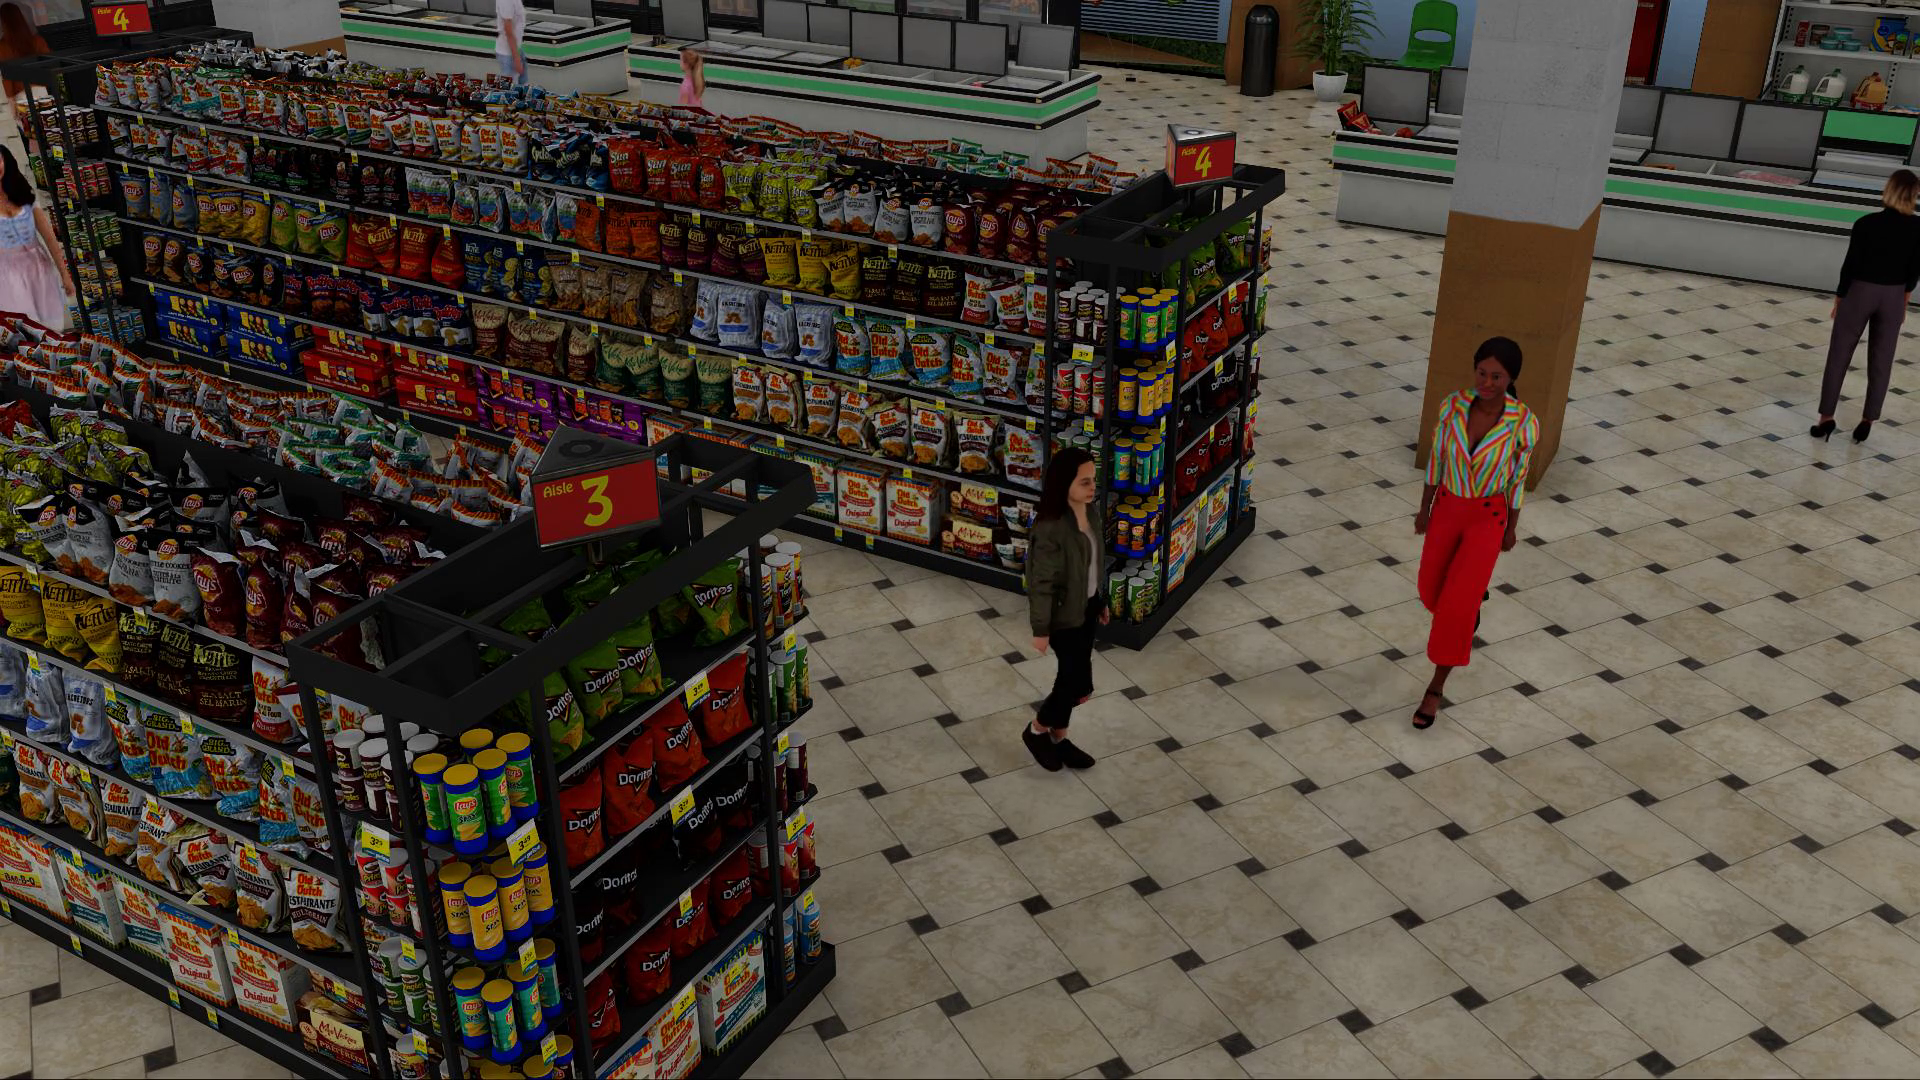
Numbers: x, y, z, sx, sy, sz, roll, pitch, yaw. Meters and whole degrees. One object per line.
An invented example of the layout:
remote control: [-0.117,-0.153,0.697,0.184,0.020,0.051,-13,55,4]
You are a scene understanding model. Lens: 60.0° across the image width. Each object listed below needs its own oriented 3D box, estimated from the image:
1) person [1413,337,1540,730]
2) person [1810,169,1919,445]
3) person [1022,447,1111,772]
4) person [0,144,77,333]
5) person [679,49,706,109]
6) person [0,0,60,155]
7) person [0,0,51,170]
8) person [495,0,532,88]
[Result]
person: [2.229,-0.060,7.233,0.993,1.764,0.684,17,32,31]
person: [5.445,-1.374,9.929,0.583,1.667,0.713,5,27,10]
person: [0.390,0.285,6.877,0.549,1.469,0.580,16,31,29]
person: [-5.750,-1.544,10.170,1.266,1.752,0.794,21,34,35]
person: [-2.392,-3.834,15.251,0.950,1.242,0.707,4,27,9]
person: [-8.238,-3.900,14.889,0.924,1.687,1.085,-14,30,-26]
person: [-8.881,-4.478,15.790,0.512,1.903,0.774,12,29,22]
person: [-4.543,-4.837,16.602,0.861,1.809,0.822,-8,28,-15]
